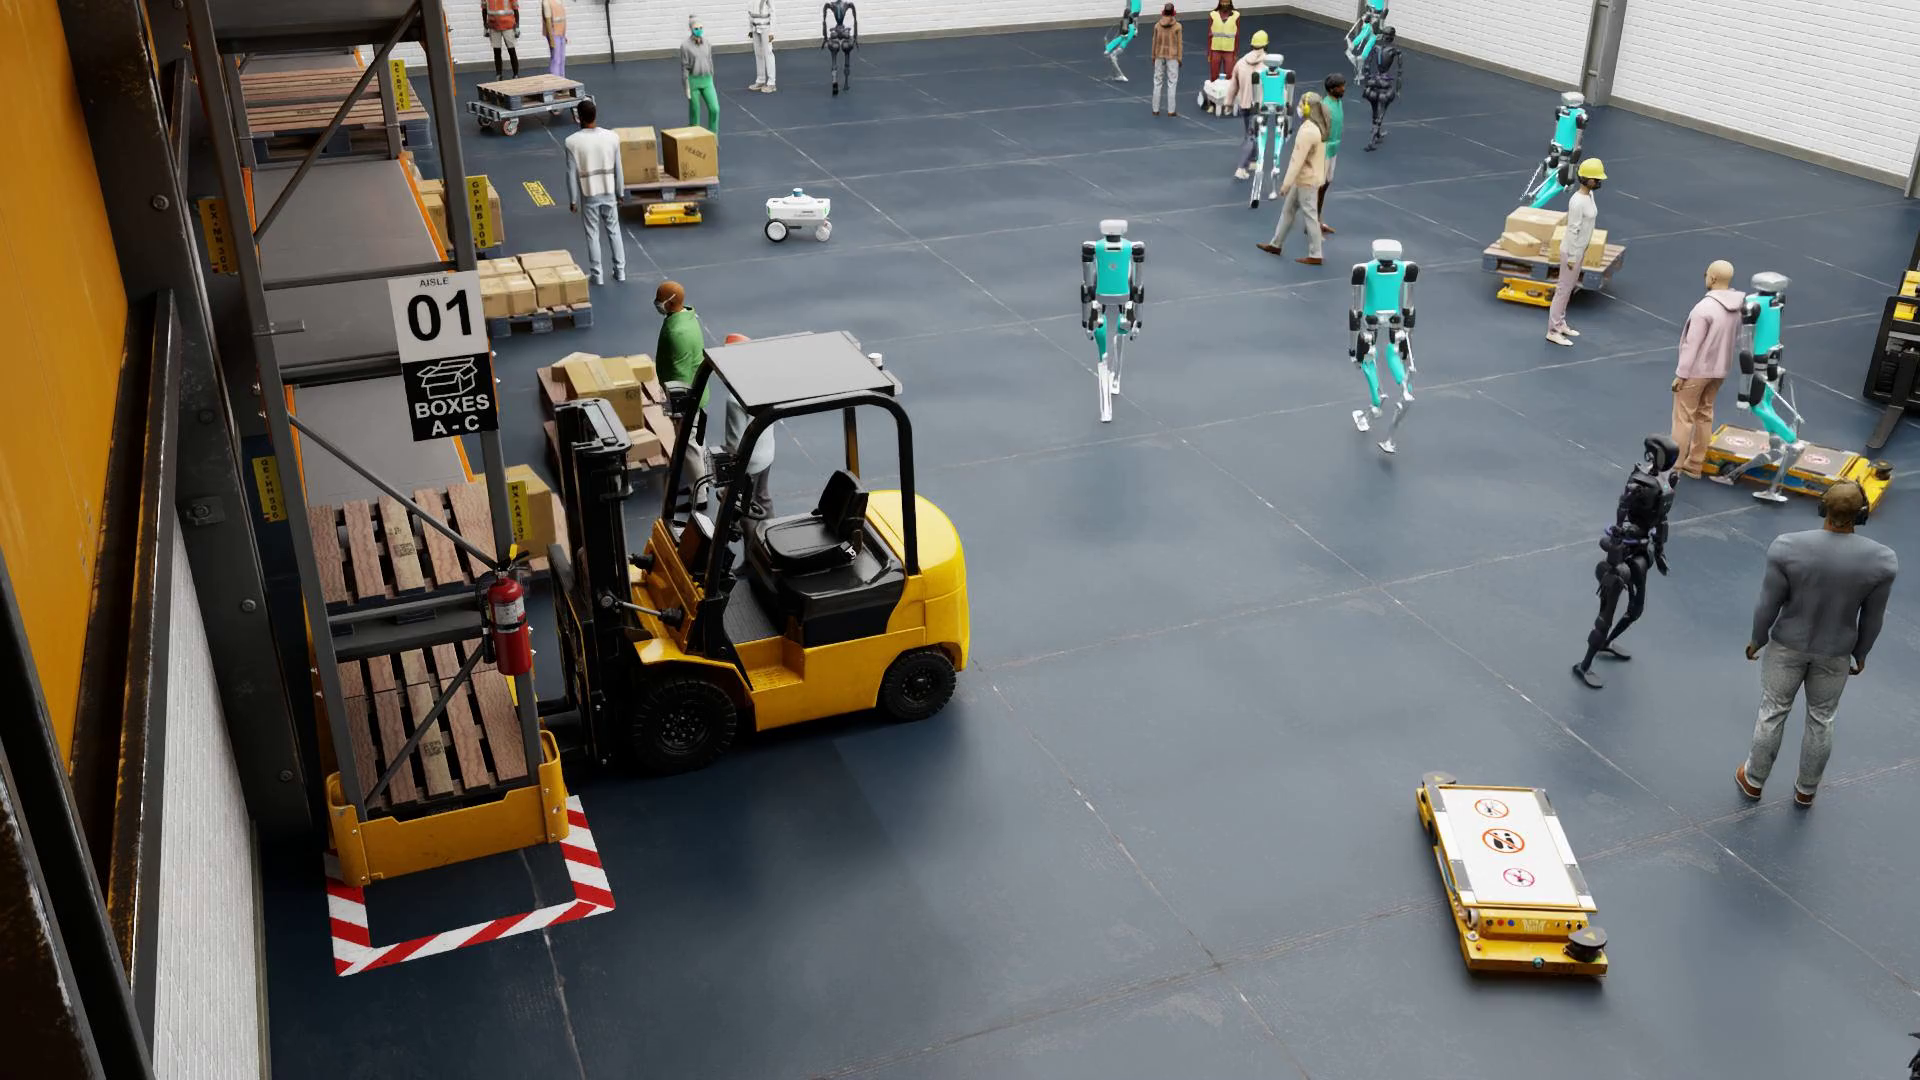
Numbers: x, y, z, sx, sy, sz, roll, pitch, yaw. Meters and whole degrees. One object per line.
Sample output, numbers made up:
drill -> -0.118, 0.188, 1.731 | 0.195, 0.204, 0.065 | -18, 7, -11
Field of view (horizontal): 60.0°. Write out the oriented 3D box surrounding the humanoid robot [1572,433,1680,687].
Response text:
humanoid robot -> 4.114, 0.083, 10.248 | 0.585, 1.636, 0.388 | -19, 32, -33

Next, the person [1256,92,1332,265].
person -> 3.618, -3.913, 18.028 | 0.882, 1.845, 0.559 | 9, 28, 18

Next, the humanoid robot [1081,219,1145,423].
humanoid robot -> 1.303, -1.962, 14.313 | 0.538, 1.775, 1.034 | 2, 27, 4

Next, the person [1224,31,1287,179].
person -> 3.794, -5.602, 21.406 | 0.798, 1.821, 0.949 | 20, 33, 34

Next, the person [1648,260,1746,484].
person -> 5.757, -1.284, 12.867 | 0.539, 1.775, 0.406 | -14, 30, -26

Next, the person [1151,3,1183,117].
person -> 3.044, -7.079, 24.536 | 0.462, 1.648, 0.327 | 9, 28, 17

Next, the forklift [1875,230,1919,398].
forklift -> 9.029, -2.397, 14.618 | 1.214, 2.155, 2.313 | 18, 32, 32

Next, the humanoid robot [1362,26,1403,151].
humanoid robot -> 5.800, -6.203, 22.804 | 0.610, 1.622, 0.774 | 23, 35, 38

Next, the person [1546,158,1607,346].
person -> 5.850, -2.737, 15.765 | 0.308, 1.768, 0.532 | 14, 30, 26

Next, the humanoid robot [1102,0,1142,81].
humanoid robot -> 2.560, -8.192, 26.778 | 0.763, 1.895, 0.543 | 13, 30, 25

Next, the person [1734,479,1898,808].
person -> 4.593, 0.573, 8.994 | 0.627, 1.936, 0.378 | 10, 28, 18

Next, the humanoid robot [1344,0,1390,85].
humanoid robot -> 6.463, -8.142, 26.676 | 0.754, 1.903, 0.538 | -12, 29, -23

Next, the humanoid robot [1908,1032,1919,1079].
humanoid robot -> 4.117, 1.929, 6.649 | 0.616, 1.651, 0.752 | -20, 33, -35

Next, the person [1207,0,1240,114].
person -> 3.905, -7.257, 24.761 | 0.472, 1.766, 0.392 | 5, 27, 10

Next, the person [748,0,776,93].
person -> -3.120, -8.001, 26.104 | 0.340, 1.882, 0.582 | -24, 35, -39

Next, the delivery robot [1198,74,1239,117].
delivery robot -> 3.921, -6.696, 25.000 | 0.499, 0.606, 0.790 | -5, 27, -10

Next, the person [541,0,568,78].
person -> -6.242, -7.768, 25.689 | 0.382, 1.839, 0.564 | 4, 27, 9

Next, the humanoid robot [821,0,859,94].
humanoid robot -> -1.885, -7.857, 26.058 | 0.603, 1.636, 0.635 | 0, 27, 0

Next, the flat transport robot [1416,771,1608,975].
flat transport robot -> 2.826, 1.697, 8.612 | 0.659, 0.231, 1.431 | 2, 27, 3

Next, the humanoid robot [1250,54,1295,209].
humanoid robot -> 3.723, -4.887, 20.138 | 0.566, 1.829, 0.872 | 7, 28, 14

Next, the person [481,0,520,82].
person -> -7.235, -8.112, 26.238 | 0.608, 1.962, 0.367 | 2, 27, 5

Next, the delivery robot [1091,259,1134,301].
delivery robot -> 1.586, -2.797, 17.252 | 0.499, 0.613, 0.790 | 1, 27, 3

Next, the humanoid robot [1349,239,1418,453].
humanoid robot -> 3.408, -1.480, 13.332 | 0.550, 1.749, 1.039 | -1, 27, -2

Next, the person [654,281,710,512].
person -> -2.068, -1.081, 12.461 | 0.385, 1.776, 0.546 | -2, 27, -5

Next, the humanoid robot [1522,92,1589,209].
humanoid robot -> 6.447, -4.001, 18.328 | 0.673, 1.815, 0.538 | -6, 27, -11

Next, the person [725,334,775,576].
person -> -1.470, -0.577, 11.530 | 0.345, 1.709, 0.572 | 9, 28, 17

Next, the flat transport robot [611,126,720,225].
flat transport robot -> -3.538, -4.107, 20.157 | 0.659, 0.231, 1.431 | -6, 27, -11

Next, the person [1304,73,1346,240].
person -> 4.154, -4.384, 18.949 | 0.404, 1.851, 0.495 | 17, 31, 30

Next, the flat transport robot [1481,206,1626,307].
flat transport robot -> 6.184, -2.735, 17.427 | 0.659, 0.231, 1.431 | 16, 31, 29

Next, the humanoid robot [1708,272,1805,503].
humanoid robot -> 6.230, -1.070, 12.533 | 0.543, 1.780, 0.894 | -22, 34, -36

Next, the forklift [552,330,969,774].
forklift -> -1.094, 0.010, 9.831 | 2.313, 2.155, 1.214 | -10, 28, -20

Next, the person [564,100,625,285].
person -> -3.793, -3.611, 17.351 | 0.606, 1.908, 0.415 | -14, 30, -25

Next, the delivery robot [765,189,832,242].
delivery robot -> -1.867, -3.720, 19.085 | 0.813, 0.609, 0.499 | 1, 27, 1

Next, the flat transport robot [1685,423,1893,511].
flat transport robot -> 6.530, -0.594, 13.169 | 1.431, 0.231, 0.659 | 20, 33, 34

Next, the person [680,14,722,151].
person -> -3.506, -6.177, 22.545 | 0.540, 1.812, 0.706 | -17, 31, -30
